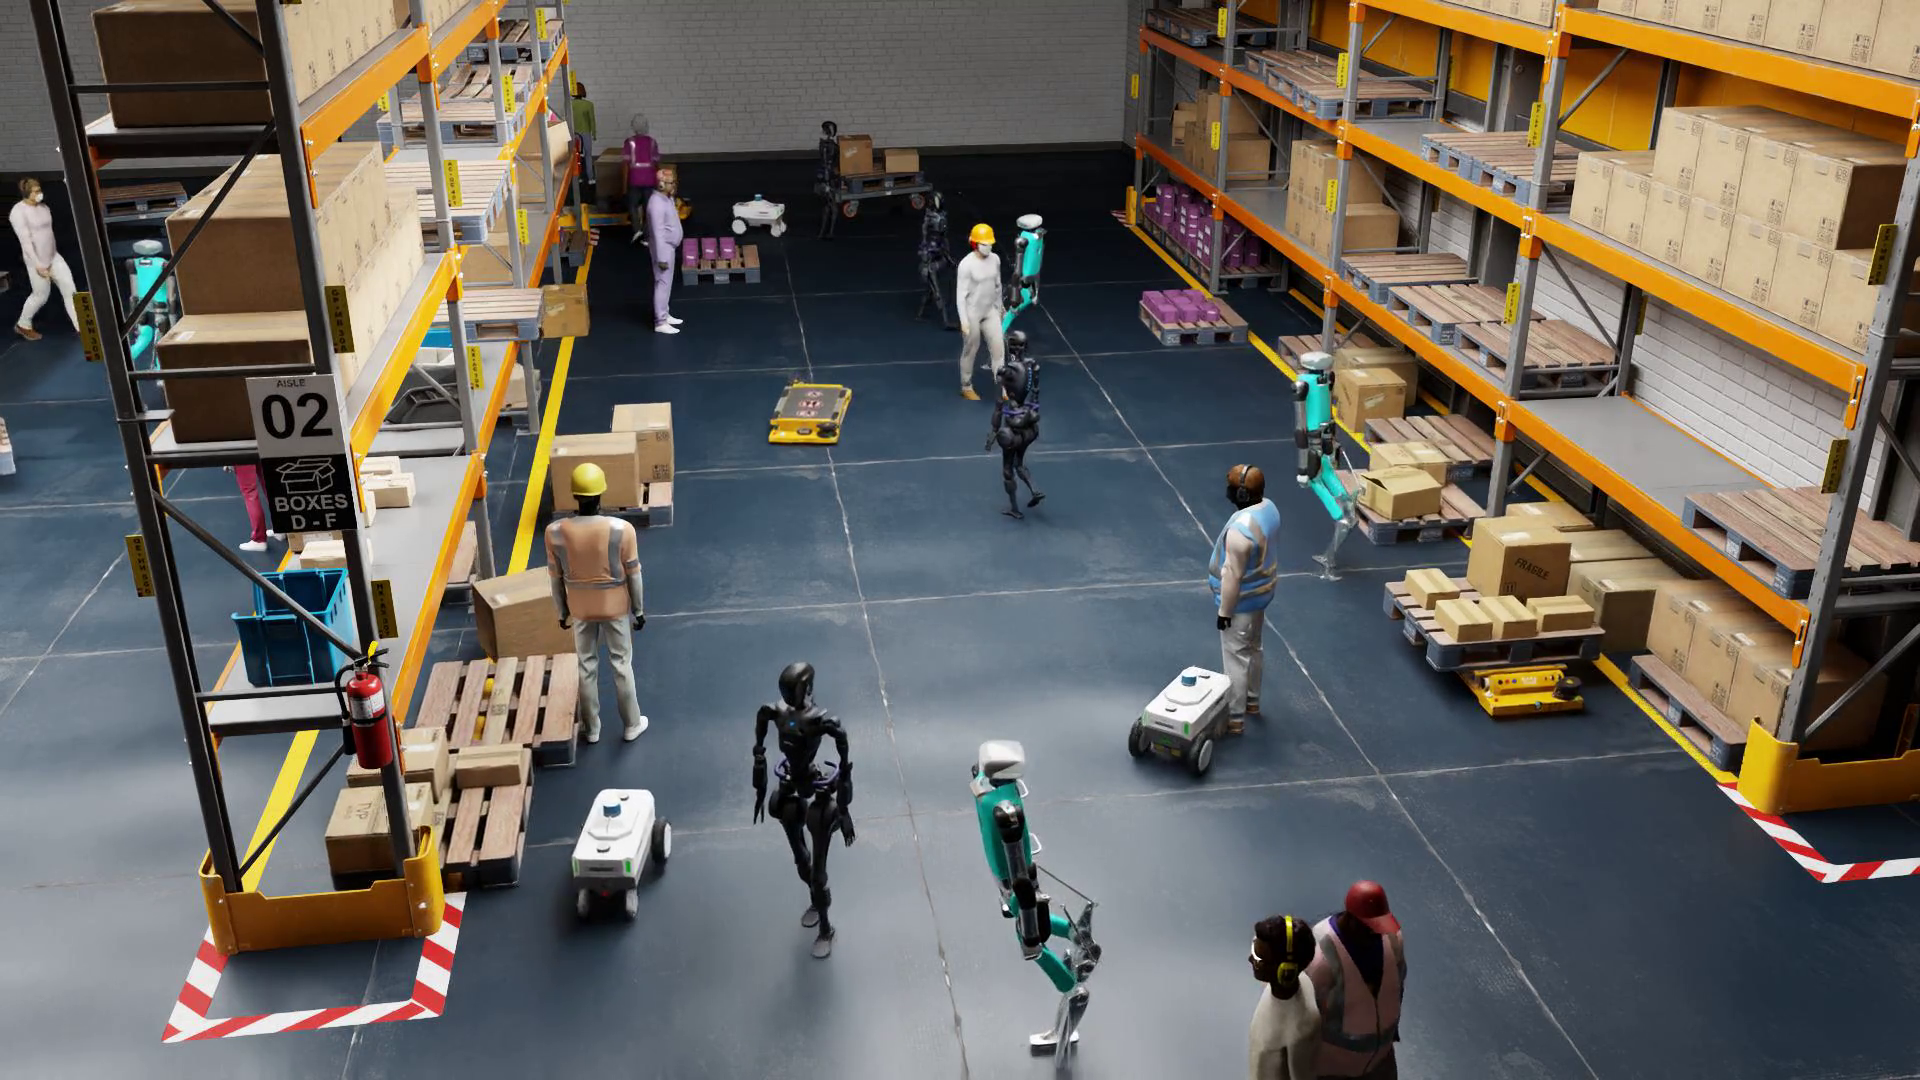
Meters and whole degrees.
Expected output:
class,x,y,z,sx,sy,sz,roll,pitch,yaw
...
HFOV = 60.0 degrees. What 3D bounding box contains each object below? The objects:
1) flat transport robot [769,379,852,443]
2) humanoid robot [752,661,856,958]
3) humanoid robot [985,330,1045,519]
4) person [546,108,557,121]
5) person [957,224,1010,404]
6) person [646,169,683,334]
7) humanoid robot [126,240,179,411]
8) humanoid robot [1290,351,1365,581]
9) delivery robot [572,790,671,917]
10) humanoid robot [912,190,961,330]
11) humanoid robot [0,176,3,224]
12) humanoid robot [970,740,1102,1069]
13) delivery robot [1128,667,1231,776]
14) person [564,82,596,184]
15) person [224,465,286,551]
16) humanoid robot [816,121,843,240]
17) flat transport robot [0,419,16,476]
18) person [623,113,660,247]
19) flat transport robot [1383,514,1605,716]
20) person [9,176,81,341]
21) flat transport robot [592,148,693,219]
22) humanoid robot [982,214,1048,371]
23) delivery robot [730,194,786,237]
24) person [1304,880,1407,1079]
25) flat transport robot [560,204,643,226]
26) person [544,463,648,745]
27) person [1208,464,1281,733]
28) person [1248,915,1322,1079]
class,x,y,z,sx,sy,sz,roll,pitch,yaw
flat transport robot,-1.482,-1.284,16.602,0.659,0.231,1.431,1,24,2
humanoid robot,-0.830,1.376,8.801,0.608,1.641,0.486,8,25,18
humanoid robot,0.496,-0.971,14.148,0.370,1.646,0.608,20,31,38
person,-6.323,-5.802,24.951,0.631,1.837,0.431,-4,24,-8
person,0.280,-2.259,16.841,0.602,1.860,0.834,-15,28,-31
person,-3.408,-3.357,19.317,0.404,1.895,0.658,-1,24,-3
humanoid robot,-8.086,-2.012,16.448,0.539,1.749,0.955,6,24,12
humanoid robot,2.982,-0.555,13.162,0.817,1.802,0.567,17,29,34
delivery robot,-1.943,1.726,9.406,0.499,0.609,0.806,0,24,1
humanoid robot,-0.263,-3.288,19.458,0.745,1.630,0.593,13,27,27
humanoid robot,-14.229,-5.330,24.081,0.586,1.646,0.601,-13,27,-28
humanoid robot,0.437,1.769,7.934,0.780,1.860,0.548,-6,24,-13
delivery robot,1.459,1.127,10.746,0.499,0.589,0.775,14,27,29
person,-6.154,-6.608,27.044,0.492,1.624,0.283,2,24,4
person,-5.808,-0.707,13.583,0.285,1.636,0.499,9,25,20
humanoid robot,-1.851,-5.069,23.481,0.426,1.652,0.601,2,24,5
flat transport robot,-9.146,-0.543,14.915,0.659,0.231,1.431,-14,27,-28
person,-4.426,-4.988,23.105,0.559,1.819,0.424,-11,26,-23
flat transport robot,3.790,0.811,11.830,0.659,0.231,1.431,-3,24,-8
person,-10.430,-3.176,18.883,0.908,1.900,0.633,3,24,7
flat transport robot,-4.793,-4.992,25.051,1.431,0.231,0.659,0,24,1
humanoid robot,0.535,-2.587,17.880,0.758,1.893,0.544,14,28,30
delivery robot,-2.929,-4.670,23.979,0.784,0.609,0.499,4,24,10
person,1.627,2.154,6.944,0.645,1.736,0.504,-10,26,-21
flat transport robot,-5.314,-4.769,24.543,1.431,0.231,0.659,-4,24,-8
person,-2.314,0.421,10.658,0.584,1.927,0.361,-1,24,-2
person,1.837,0.375,10.886,0.432,1.836,0.616,12,26,25
person,1.225,2.263,6.532,0.332,1.872,0.509,0,24,0
